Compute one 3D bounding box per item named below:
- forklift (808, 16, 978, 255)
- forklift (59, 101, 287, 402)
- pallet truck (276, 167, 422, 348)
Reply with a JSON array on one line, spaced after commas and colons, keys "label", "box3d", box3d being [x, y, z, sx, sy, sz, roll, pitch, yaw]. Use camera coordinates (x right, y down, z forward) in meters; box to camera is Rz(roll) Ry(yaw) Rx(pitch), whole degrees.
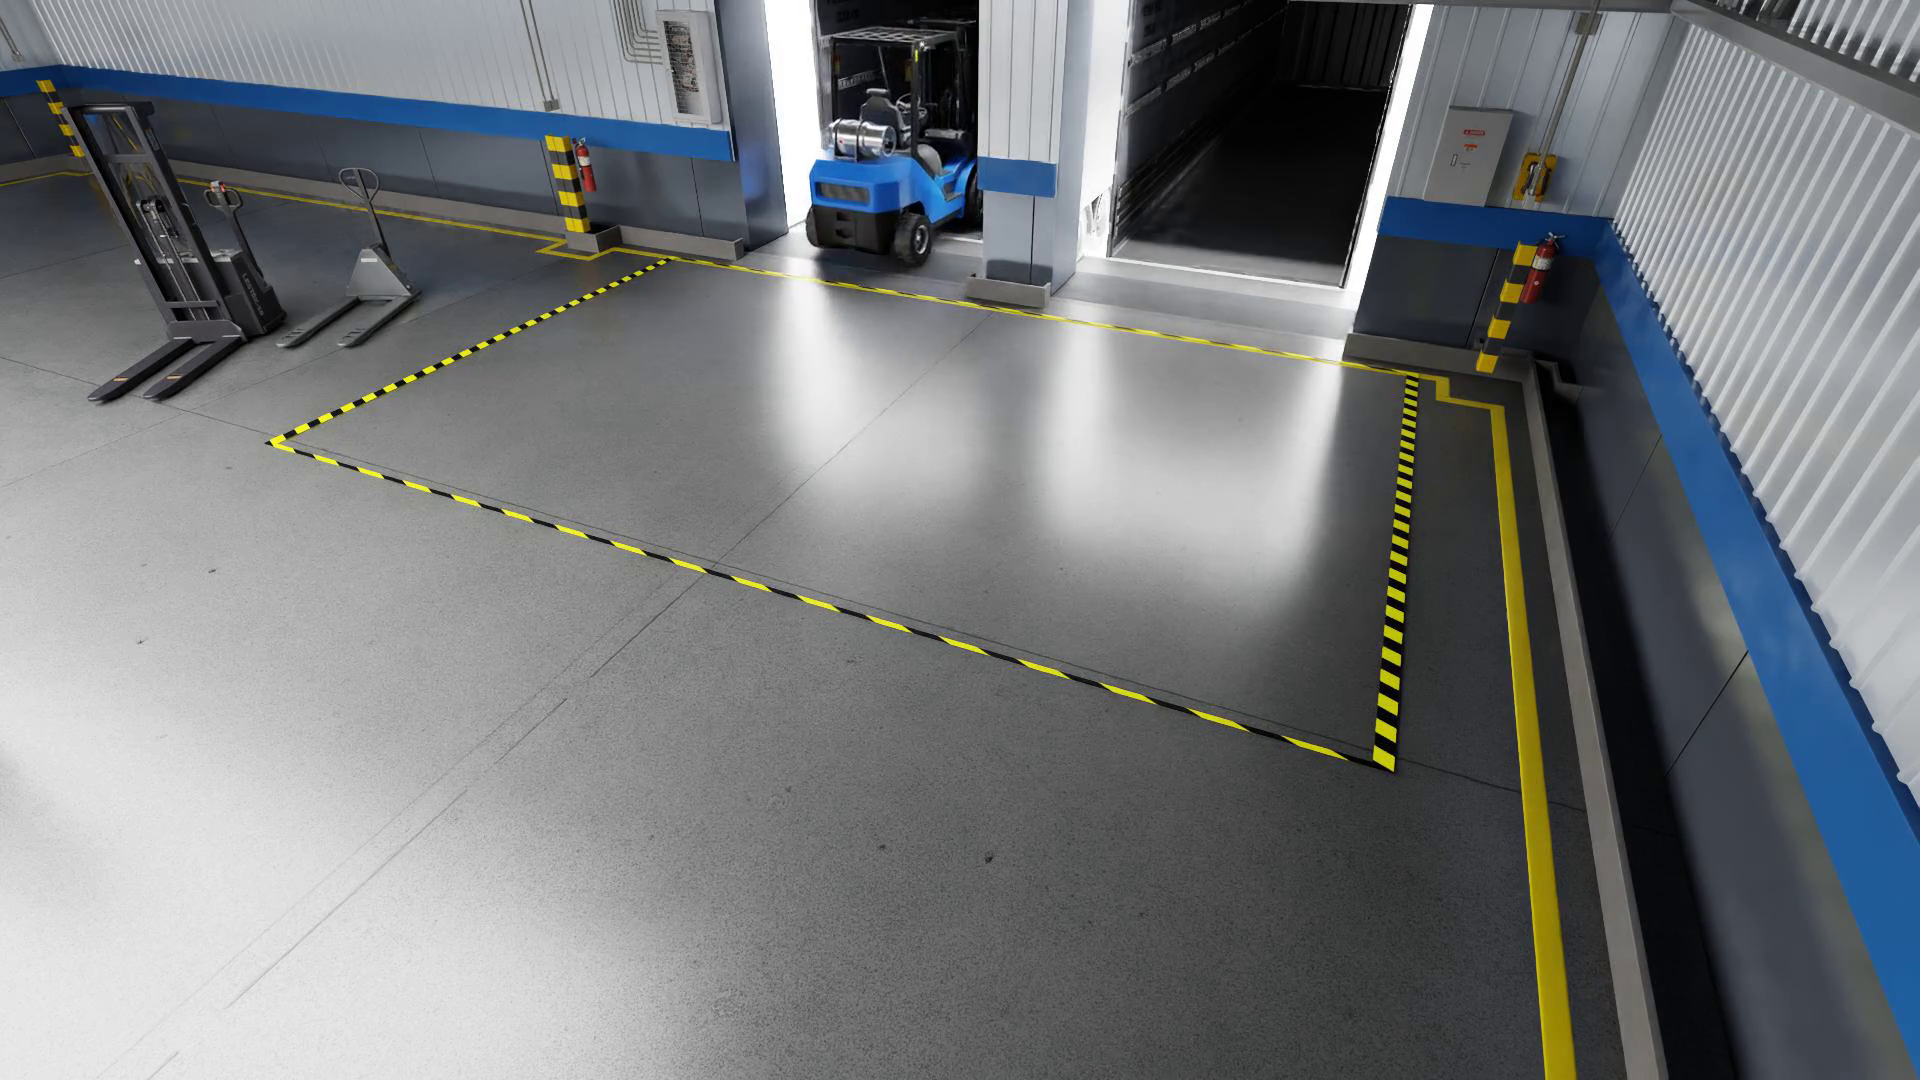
[{"label": "forklift", "box3d": [-0.630, -4.590, 10.255, 1.157, 2.036, 2.680, 16, 38, 21]}, {"label": "forklift", "box3d": [-6.686, -2.387, 7.434, 0.823, 1.965, 1.885, -3, 35, -5]}, {"label": "pallet truck", "box3d": [-5.732, -2.611, 8.414, 0.680, 1.201, 1.601, -1, 35, -1]}]
